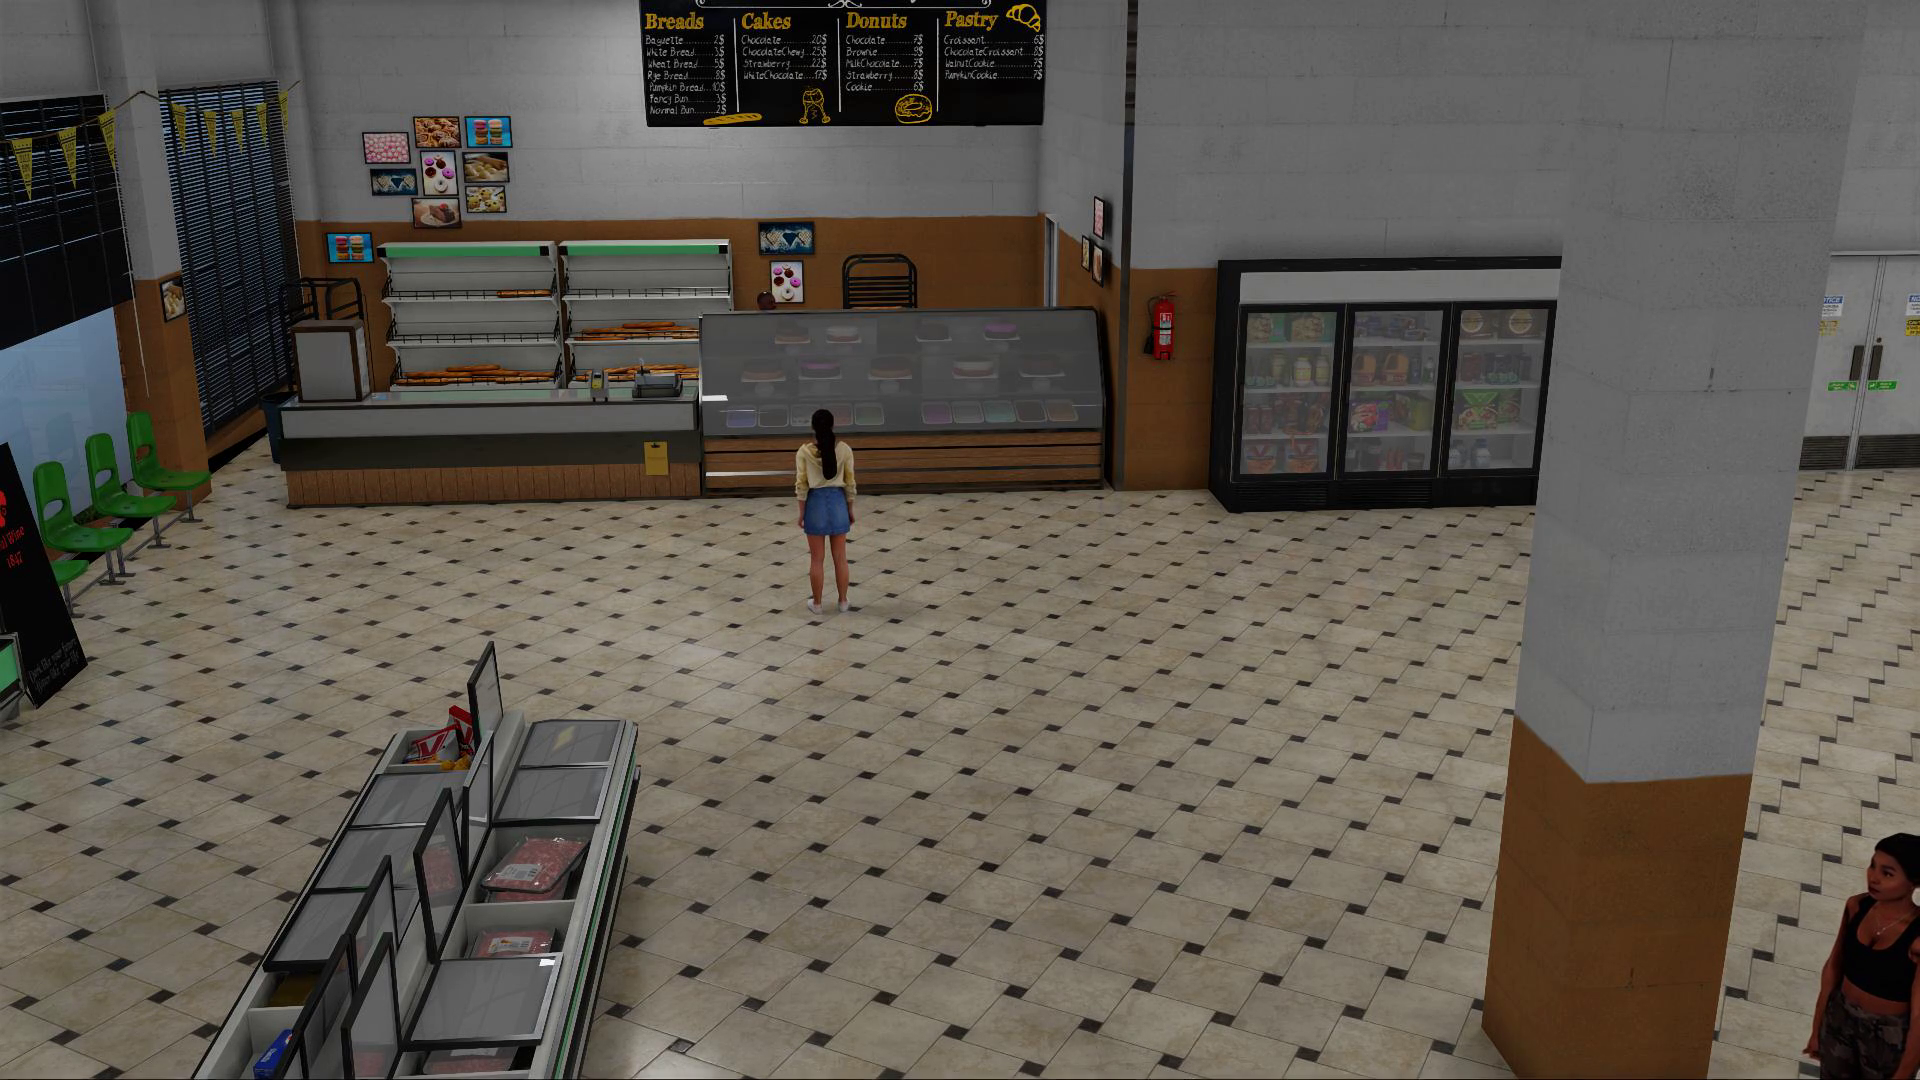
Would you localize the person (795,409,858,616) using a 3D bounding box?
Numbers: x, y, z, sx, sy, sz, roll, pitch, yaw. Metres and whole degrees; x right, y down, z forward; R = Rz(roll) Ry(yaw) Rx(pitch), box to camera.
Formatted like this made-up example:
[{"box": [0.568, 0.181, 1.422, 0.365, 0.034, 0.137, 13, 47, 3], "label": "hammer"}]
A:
[{"box": [-1.053, -0.226, 13.036, 0.677, 1.631, 0.598, -4, 17, -14], "label": "person"}]

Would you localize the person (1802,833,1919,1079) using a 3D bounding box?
[{"box": [3.343, 1.845, 6.097, 0.693, 1.700, 0.549, -6, 18, -19], "label": "person"}]
